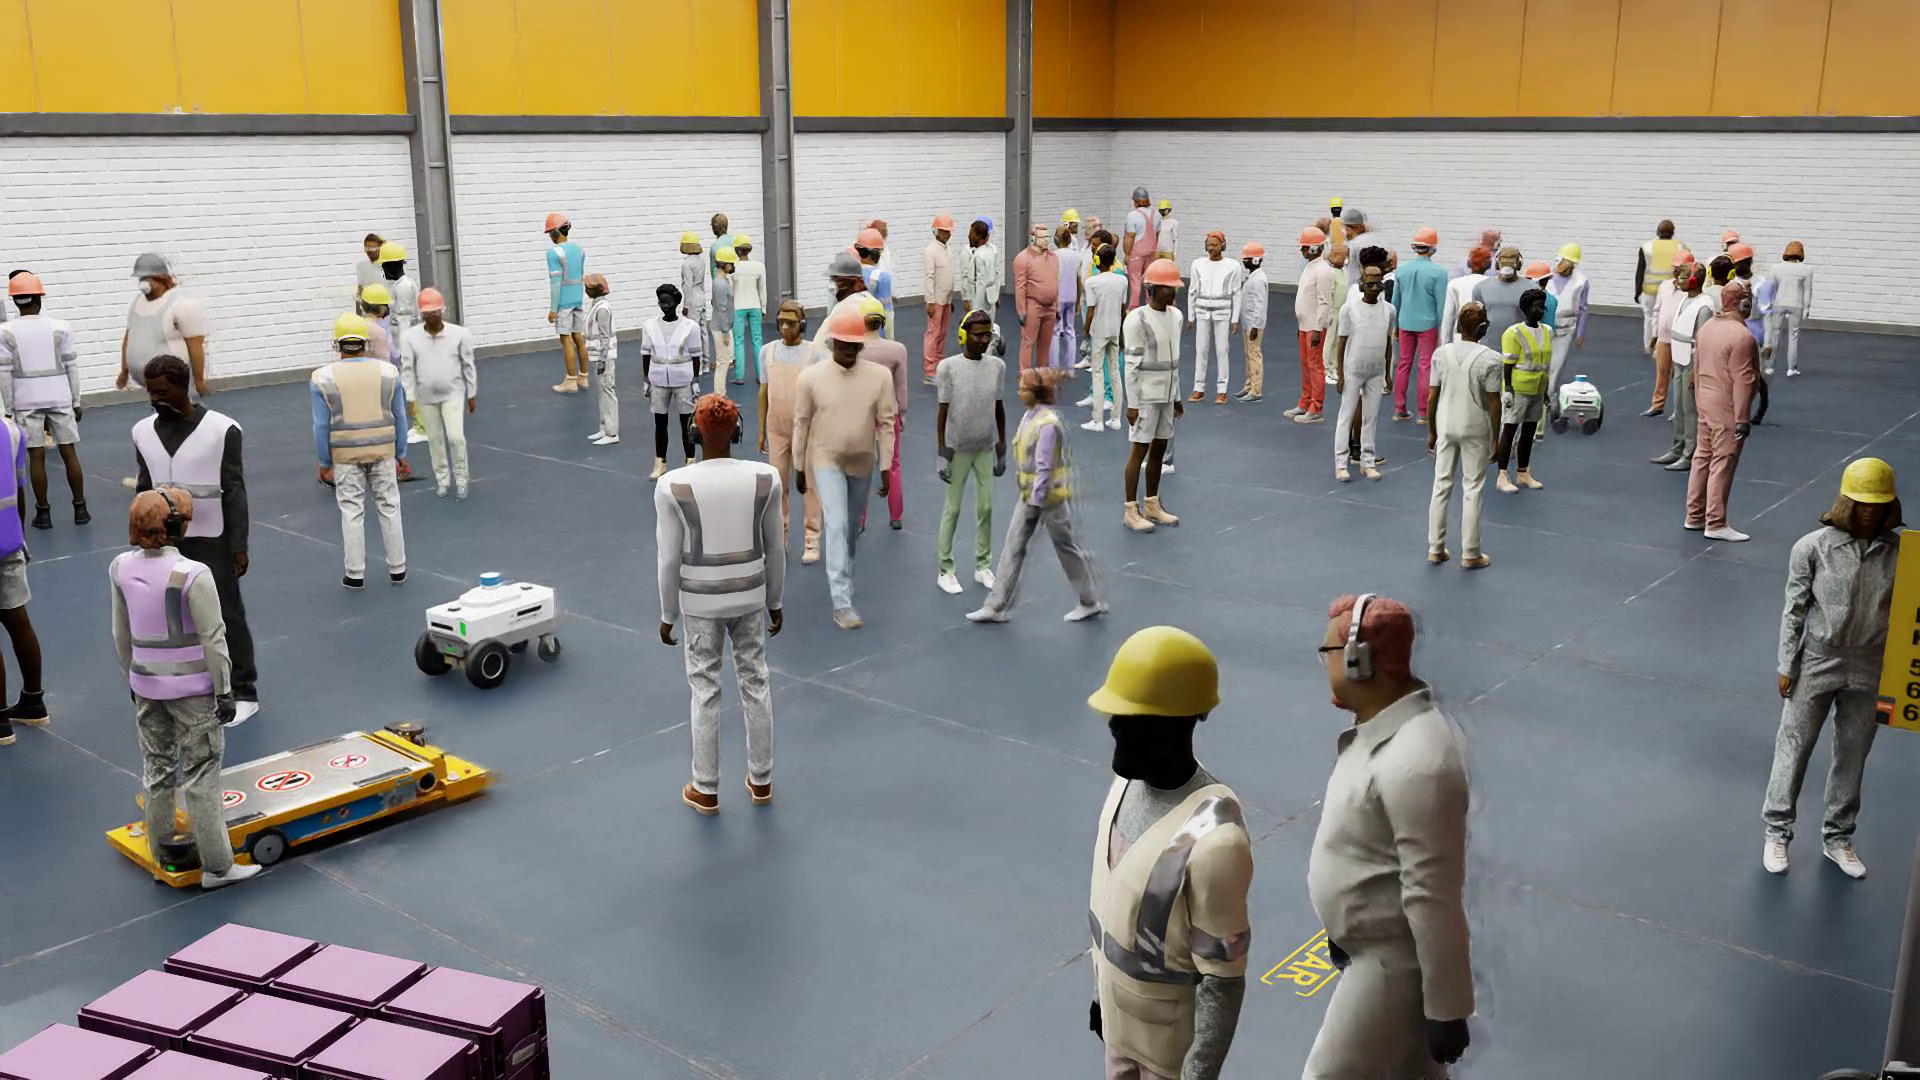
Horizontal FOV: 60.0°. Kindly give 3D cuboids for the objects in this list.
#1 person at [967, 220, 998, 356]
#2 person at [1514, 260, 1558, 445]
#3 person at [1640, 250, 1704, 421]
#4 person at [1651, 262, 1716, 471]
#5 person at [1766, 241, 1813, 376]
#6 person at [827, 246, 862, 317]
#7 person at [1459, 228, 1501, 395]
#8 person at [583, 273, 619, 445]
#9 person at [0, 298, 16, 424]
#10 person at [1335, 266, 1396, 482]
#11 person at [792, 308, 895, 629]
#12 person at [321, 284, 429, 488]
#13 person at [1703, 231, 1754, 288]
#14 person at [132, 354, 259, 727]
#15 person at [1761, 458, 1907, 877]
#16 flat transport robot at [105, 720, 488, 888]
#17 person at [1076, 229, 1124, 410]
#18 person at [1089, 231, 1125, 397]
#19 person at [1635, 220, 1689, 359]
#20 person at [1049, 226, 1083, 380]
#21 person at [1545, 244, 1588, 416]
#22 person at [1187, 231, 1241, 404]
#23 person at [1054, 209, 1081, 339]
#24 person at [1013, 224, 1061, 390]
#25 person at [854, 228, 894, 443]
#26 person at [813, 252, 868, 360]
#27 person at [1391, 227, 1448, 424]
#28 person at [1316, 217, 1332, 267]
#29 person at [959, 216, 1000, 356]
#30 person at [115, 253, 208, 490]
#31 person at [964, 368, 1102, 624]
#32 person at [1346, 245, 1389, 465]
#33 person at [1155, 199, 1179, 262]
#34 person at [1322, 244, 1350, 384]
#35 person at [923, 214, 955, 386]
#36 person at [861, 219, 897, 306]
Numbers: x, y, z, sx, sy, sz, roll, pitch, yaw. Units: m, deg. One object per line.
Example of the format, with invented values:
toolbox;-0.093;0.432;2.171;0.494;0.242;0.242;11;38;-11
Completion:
person;0.247;-2.777;19.513;0.391;1.922;0.593;1;14;5
person;5.463;-1.785;15.889;0.335;1.749;0.575;11;18;38
person;7.382;-2.111;17.184;0.323;1.756;0.560;-9;16;-31
person;6.448;-1.526;14.675;0.396;1.841;0.565;1;14;5
person;10.091;-2.818;20.262;0.497;1.632;0.289;10;17;35
person;-1.140;-2.271;17.839;0.563;1.748;0.348;4;15;16
person;5.825;-2.518;18.549;0.664;1.888;0.650;-10;17;-36
person;-3.429;-1.732;15.911;0.308;1.640;0.511;-5;15;-18
person;-9.554;-1.816;16.268;0.521;1.632;0.315;-6;15;-22
person;3.469;-1.420;14.243;0.506;1.846;0.349;-2;14;-9
person;-0.736;-0.497;10.384;0.611;1.942;1.019;-4;15;-16
person;-4.973;-1.279;13.925;0.891;1.718;0.529;-10;17;-34
person;9.452;-2.933;20.526;0.592;1.729;0.450;2;14;9
person;-3.883;-0.003;8.468;0.602;1.906;0.413;3;14;11
person;3.555;0.521;6.695;0.492;1.742;0.320;2;14;7
flat transport robot;-2.878;1.119;7.291;0.652;0.197;1.431;12;19;40
person;1.536;-2.358;17.844;0.391;1.920;0.587;-7;16;-27
person;1.683;-2.538;18.711;0.348;1.846;0.506;-2;14;-9
person;9.188;-3.285;21.800;0.637;1.798;0.972;6;15;22
person;1.223;-2.829;19.906;0.516;1.835;0.355;-8;16;-29
person;6.247;-2.219;17.539;0.649;1.795;0.574;4;15;17
person;2.774;-2.435;18.220;0.585;1.882;0.343;6;15;22
person;1.558;-3.805;23.798;0.403;1.832;0.594;6;15;24
person;0.909;-2.635;18.977;0.651;1.907;0.409;-12;19;-40
person;-0.861;-1.958;15.995;0.607;2.044;0.379;10;17;36
person;-0.935;-1.260;13.211;0.539;2.000;0.689;-1;14;-3
person;4.705;-2.190;17.009;0.375;1.995;0.625;-13;19;-41
person;5.495;-4.104;25.410;0.311;1.642;0.519;11;18;37
person;0.260;-2.969;20.254;0.617;1.937;0.423;-13;19;-42
person;-6.711;-1.451;13.970;0.694;2.000;1.065;7;16;27
person;0.485;-0.256;10.097;0.859;1.594;0.518;-5;15;-18
person;3.649;-1.663;14.968;0.362;1.965;0.611;-2;14;-6
person;3.473;-4.920;28.390;0.523;1.769;0.320;8;16;30
person;4.444;-2.669;19.668;0.289;1.632;0.498;9;17;33
person;-0.223;-2.825;19.561;0.392;1.989;0.618;6;15;24
person;-1.104;-3.143;21.120;0.912;1.855;0.592;9;17;32
